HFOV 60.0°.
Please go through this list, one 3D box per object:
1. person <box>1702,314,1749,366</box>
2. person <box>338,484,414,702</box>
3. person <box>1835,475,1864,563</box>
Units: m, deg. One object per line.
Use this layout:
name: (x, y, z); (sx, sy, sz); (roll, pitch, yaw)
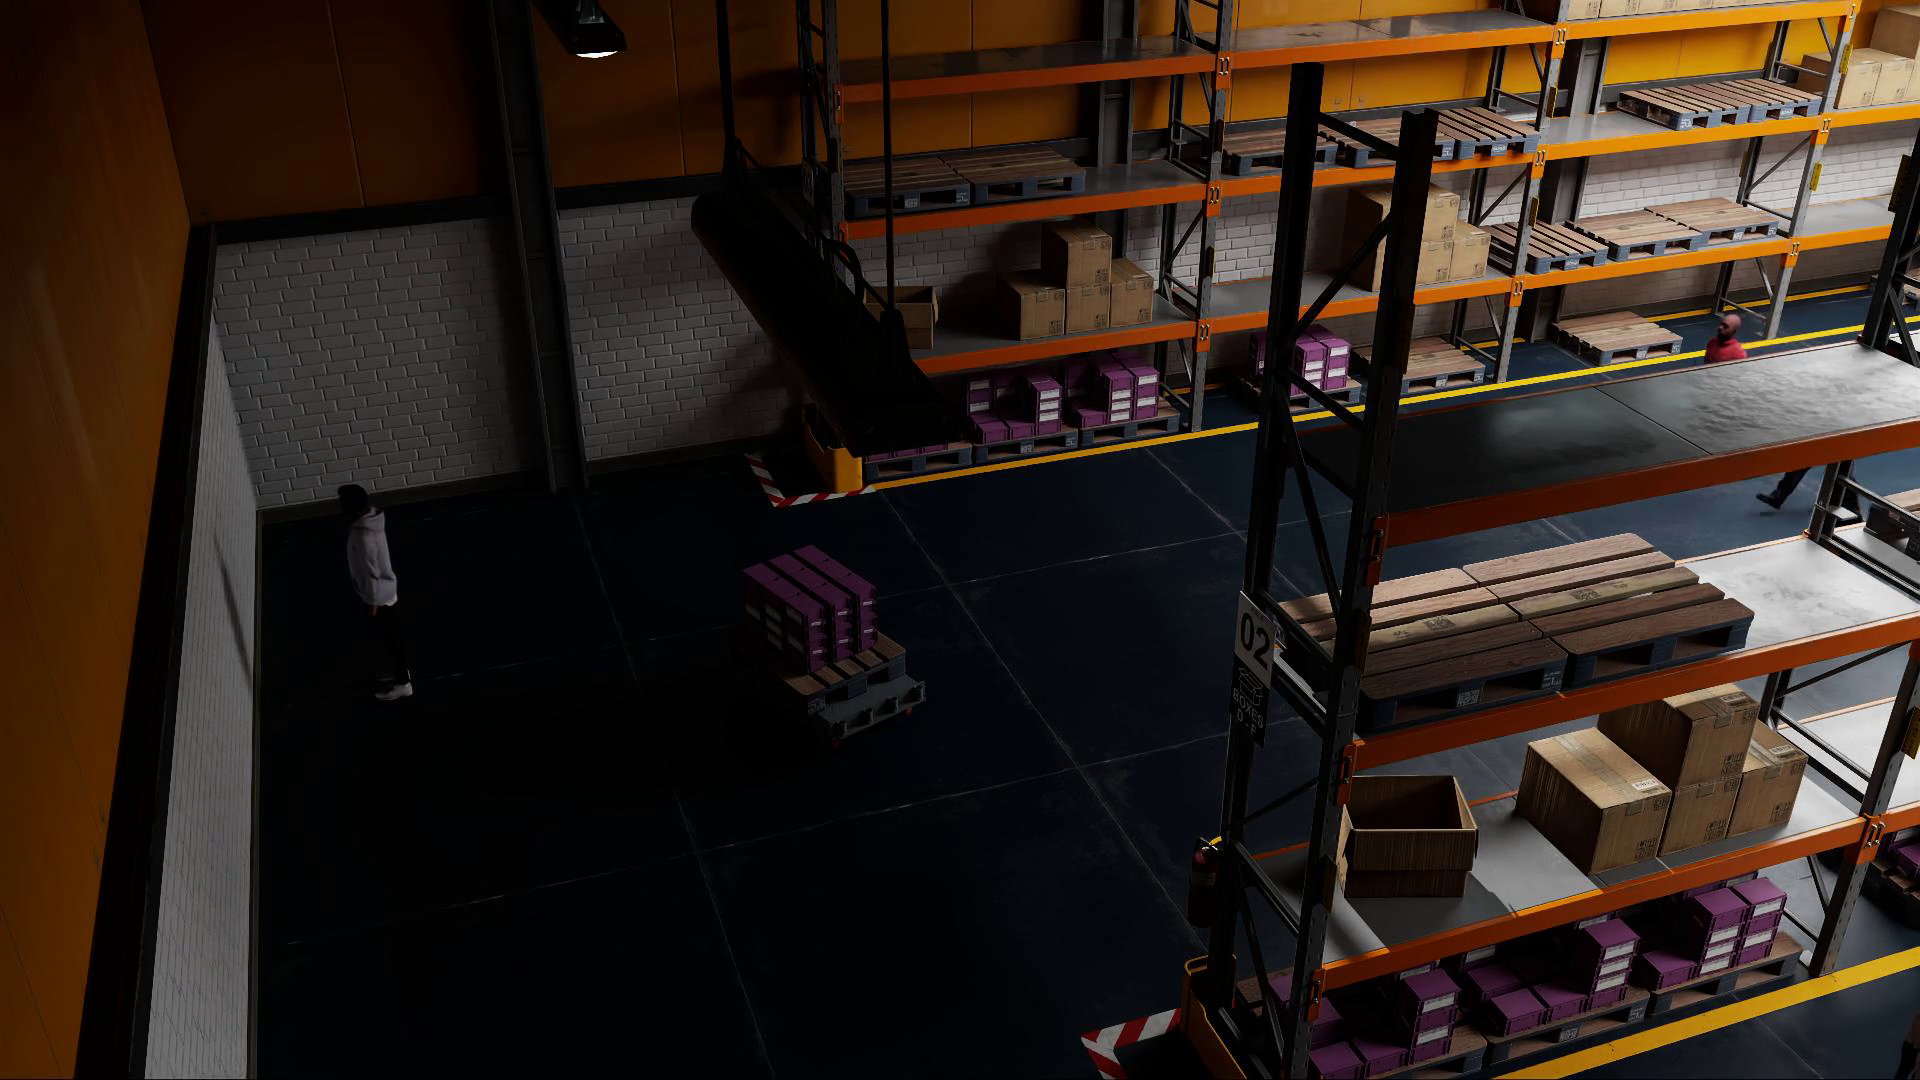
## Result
person: (7.732, -1.441, 16.897); (0.908, 1.811, 0.744); (-6, 29, -10)
person: (-4.686, 0.393, 13.414); (0.572, 1.926, 0.670); (-9, 30, -16)
person: (7.416, 0.180, 14.124); (0.971, 1.619, 0.625); (-11, 30, -19)
